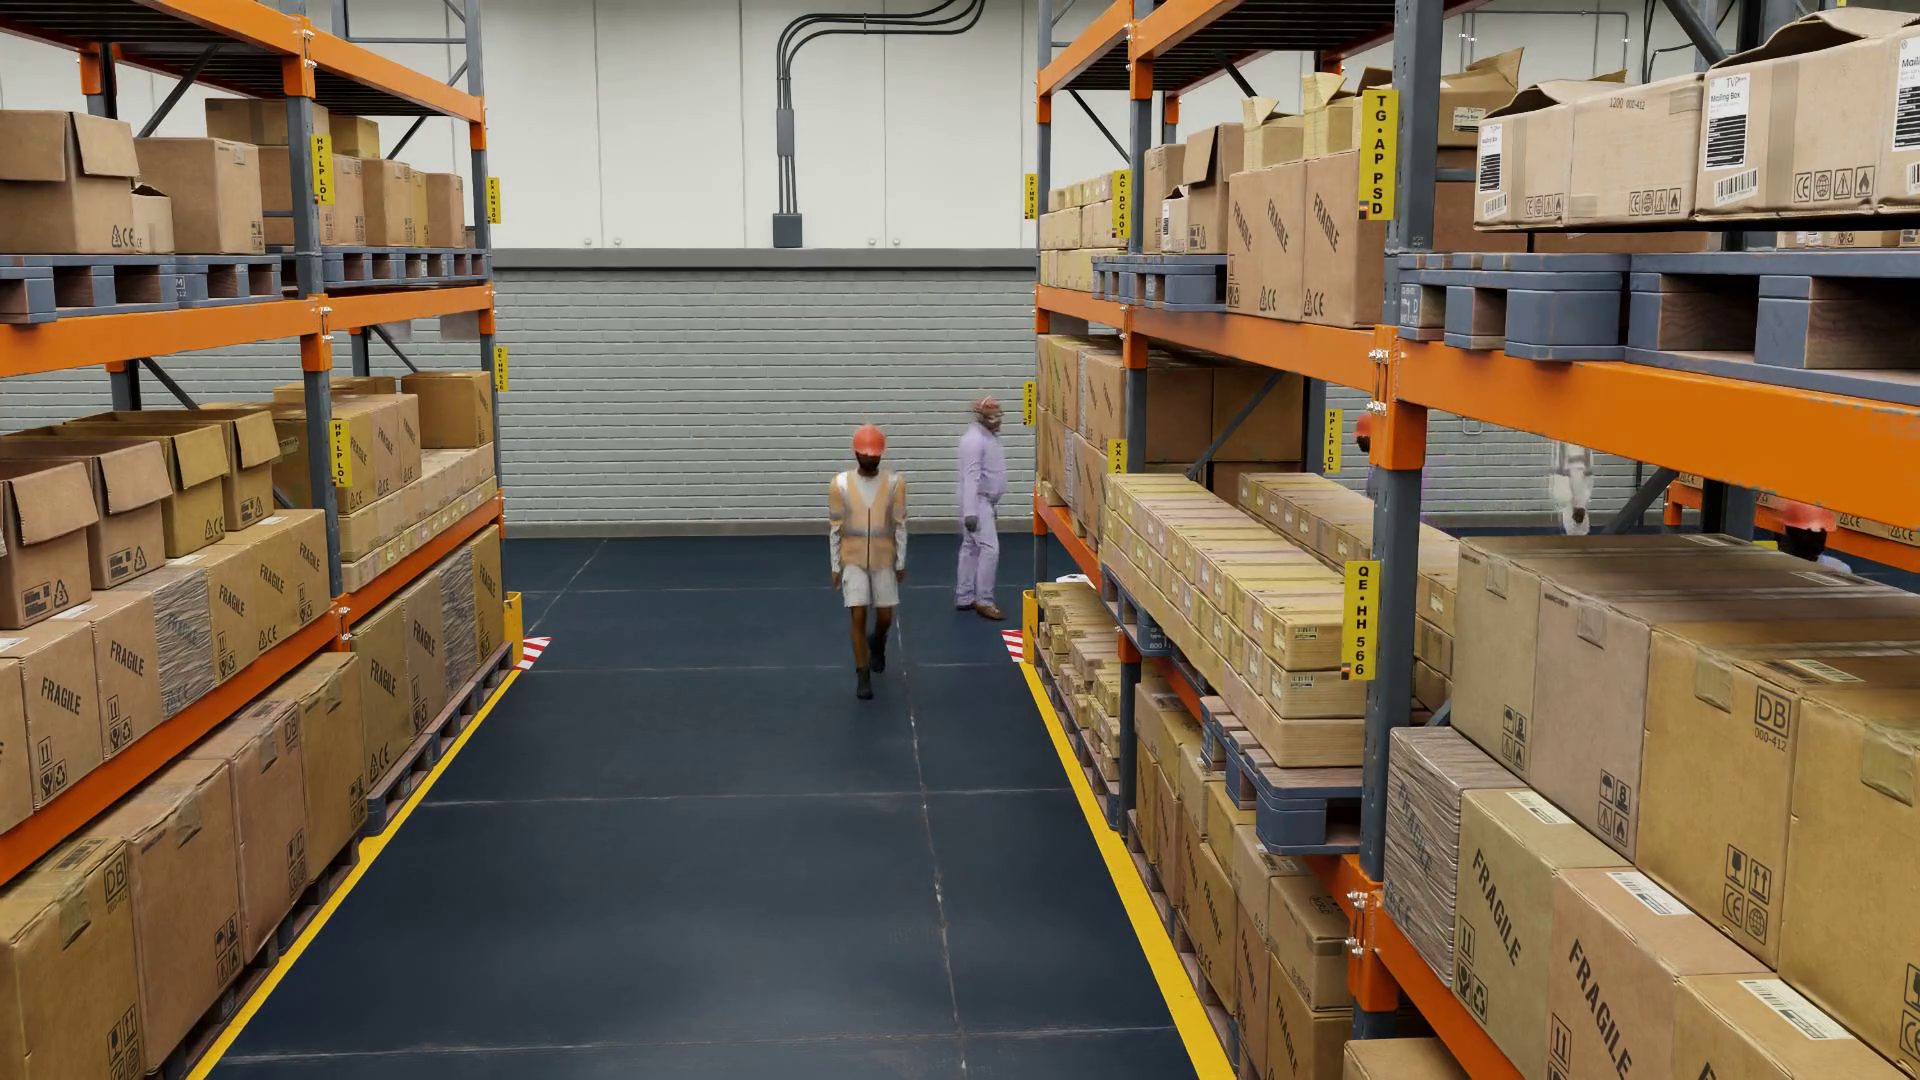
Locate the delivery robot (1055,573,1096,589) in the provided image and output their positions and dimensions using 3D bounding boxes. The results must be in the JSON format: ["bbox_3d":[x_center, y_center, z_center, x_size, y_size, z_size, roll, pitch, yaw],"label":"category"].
[{"bbox_3d":[1.131,0.429,13.511,0.707,0.478,0.477,7,12,34],"label":"delivery robot"}]

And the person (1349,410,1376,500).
[{"bbox_3d":[3.267,-0.029,12.535,0.713,1.908,0.584,2,10,14],"label":"person"}]

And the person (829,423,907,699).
[{"bbox_3d":[-0.643,0.122,11.614,0.543,1.913,0.616,-1,10,-7],"label":"person"}]

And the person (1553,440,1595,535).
[{"bbox_3d":[5.194,-0.382,14.236,0.715,2.029,0.621,3,10,19],"label":"person"}]

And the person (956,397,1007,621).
[{"bbox_3d":[0.204,-0.272,14.040,0.576,1.874,0.703,2,10,12],"label":"person"}]

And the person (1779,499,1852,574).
[{"bbox_3d":[4.219,0.672,8.439,0.556,1.896,0.970,-1,10,-4],"label":"person"}]
